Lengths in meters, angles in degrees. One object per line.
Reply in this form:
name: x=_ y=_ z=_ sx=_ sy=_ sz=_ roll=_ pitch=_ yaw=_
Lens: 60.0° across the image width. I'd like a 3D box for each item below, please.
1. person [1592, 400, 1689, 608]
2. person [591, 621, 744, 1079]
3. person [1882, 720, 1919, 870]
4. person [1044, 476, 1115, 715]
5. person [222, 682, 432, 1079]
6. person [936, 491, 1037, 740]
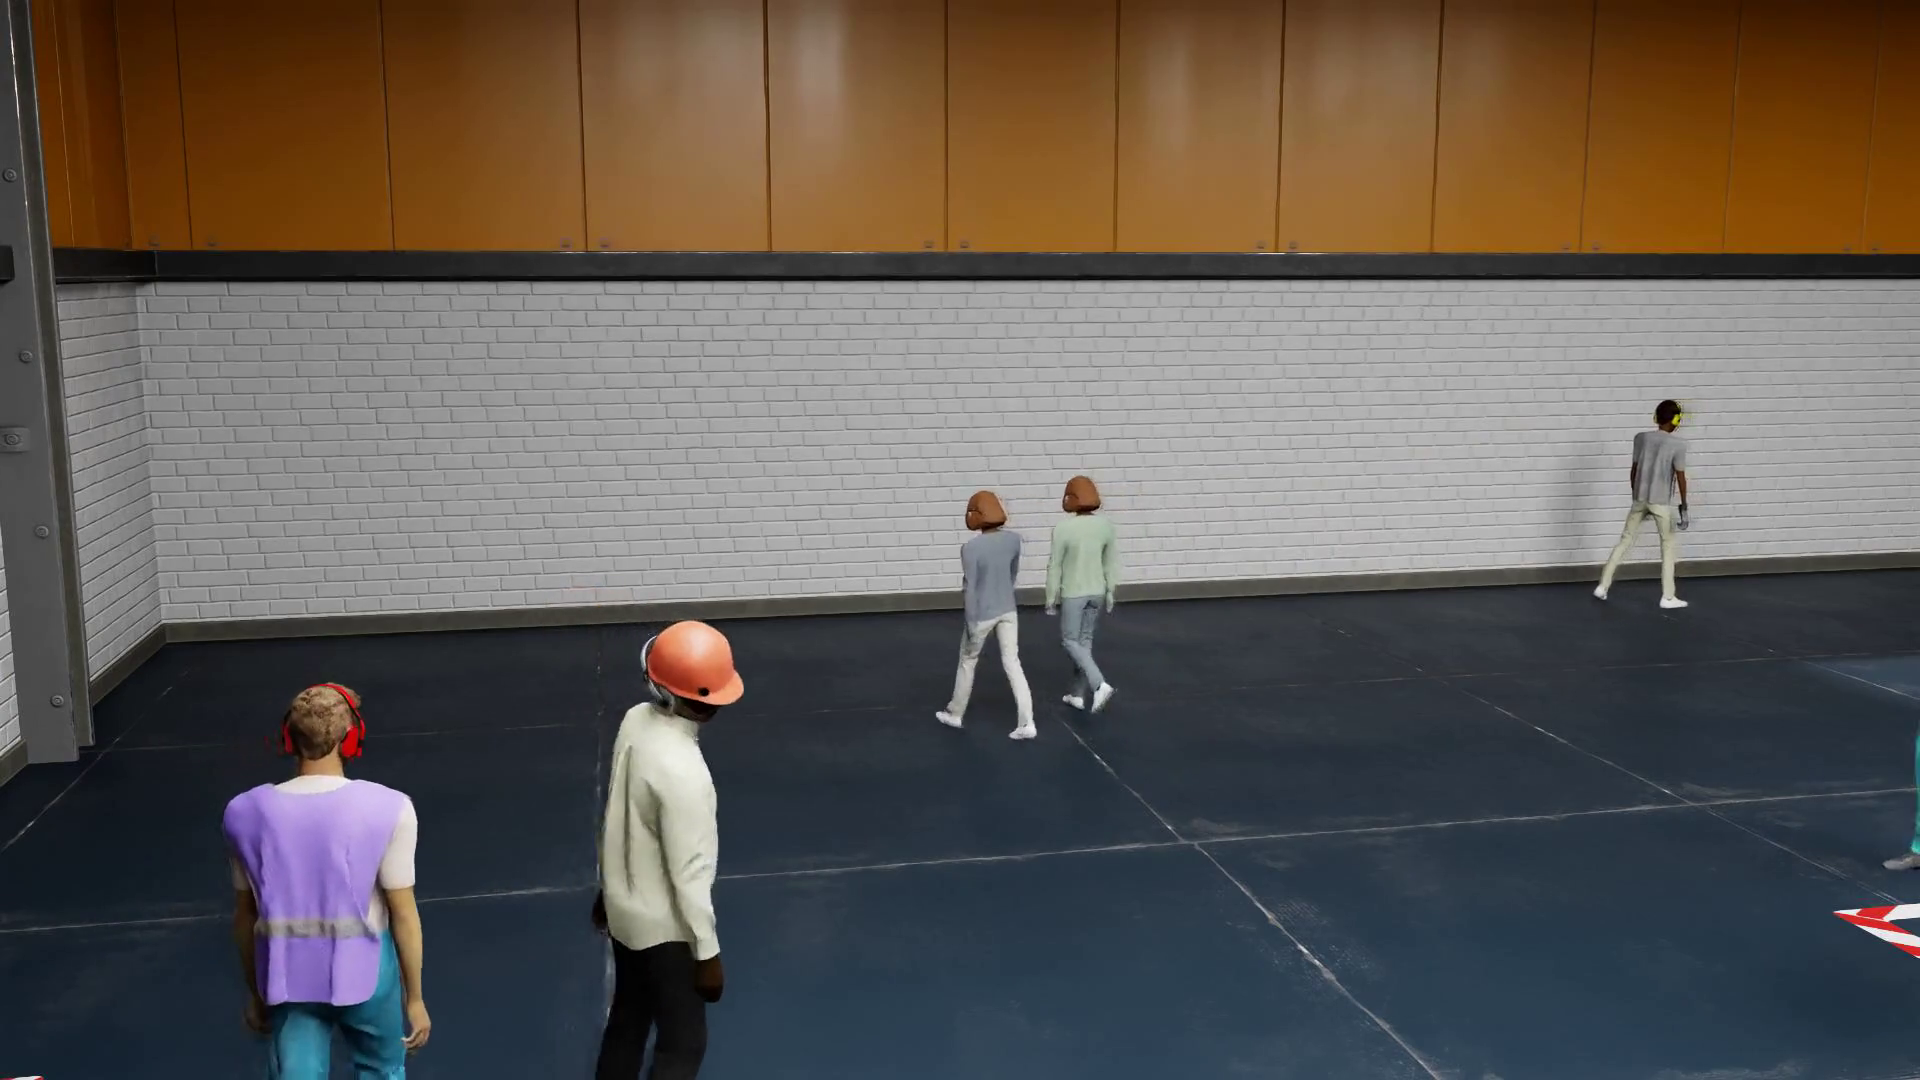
person: x=6.086 y=-0.314 z=14.741 sx=0.532 sy=1.837 sz=0.761 roll=-8 pitch=12 yaw=-42
person: x=-0.977 y=1.181 z=5.299 sx=0.426 sy=1.946 sz=0.801 roll=-5 pitch=11 yaw=-30
person: x=4.978 y=0.805 z=8.167 sx=0.641 sy=1.749 sz=0.529 roll=0 pitch=9 yaw=-2
person: x=0.842 y=0.378 z=11.156 sx=0.521 sy=1.615 sz=0.600 roll=-5 pitch=11 yaw=-28
person: x=-1.862 y=1.323 z=4.894 sx=0.575 sy=1.794 sz=0.968 roll=0 pitch=9 yaw=-3
person: x=0.194 y=0.474 z=10.659 sx=0.508 sy=1.590 sz=0.839 roll=-7 pitch=12 yaw=-36
